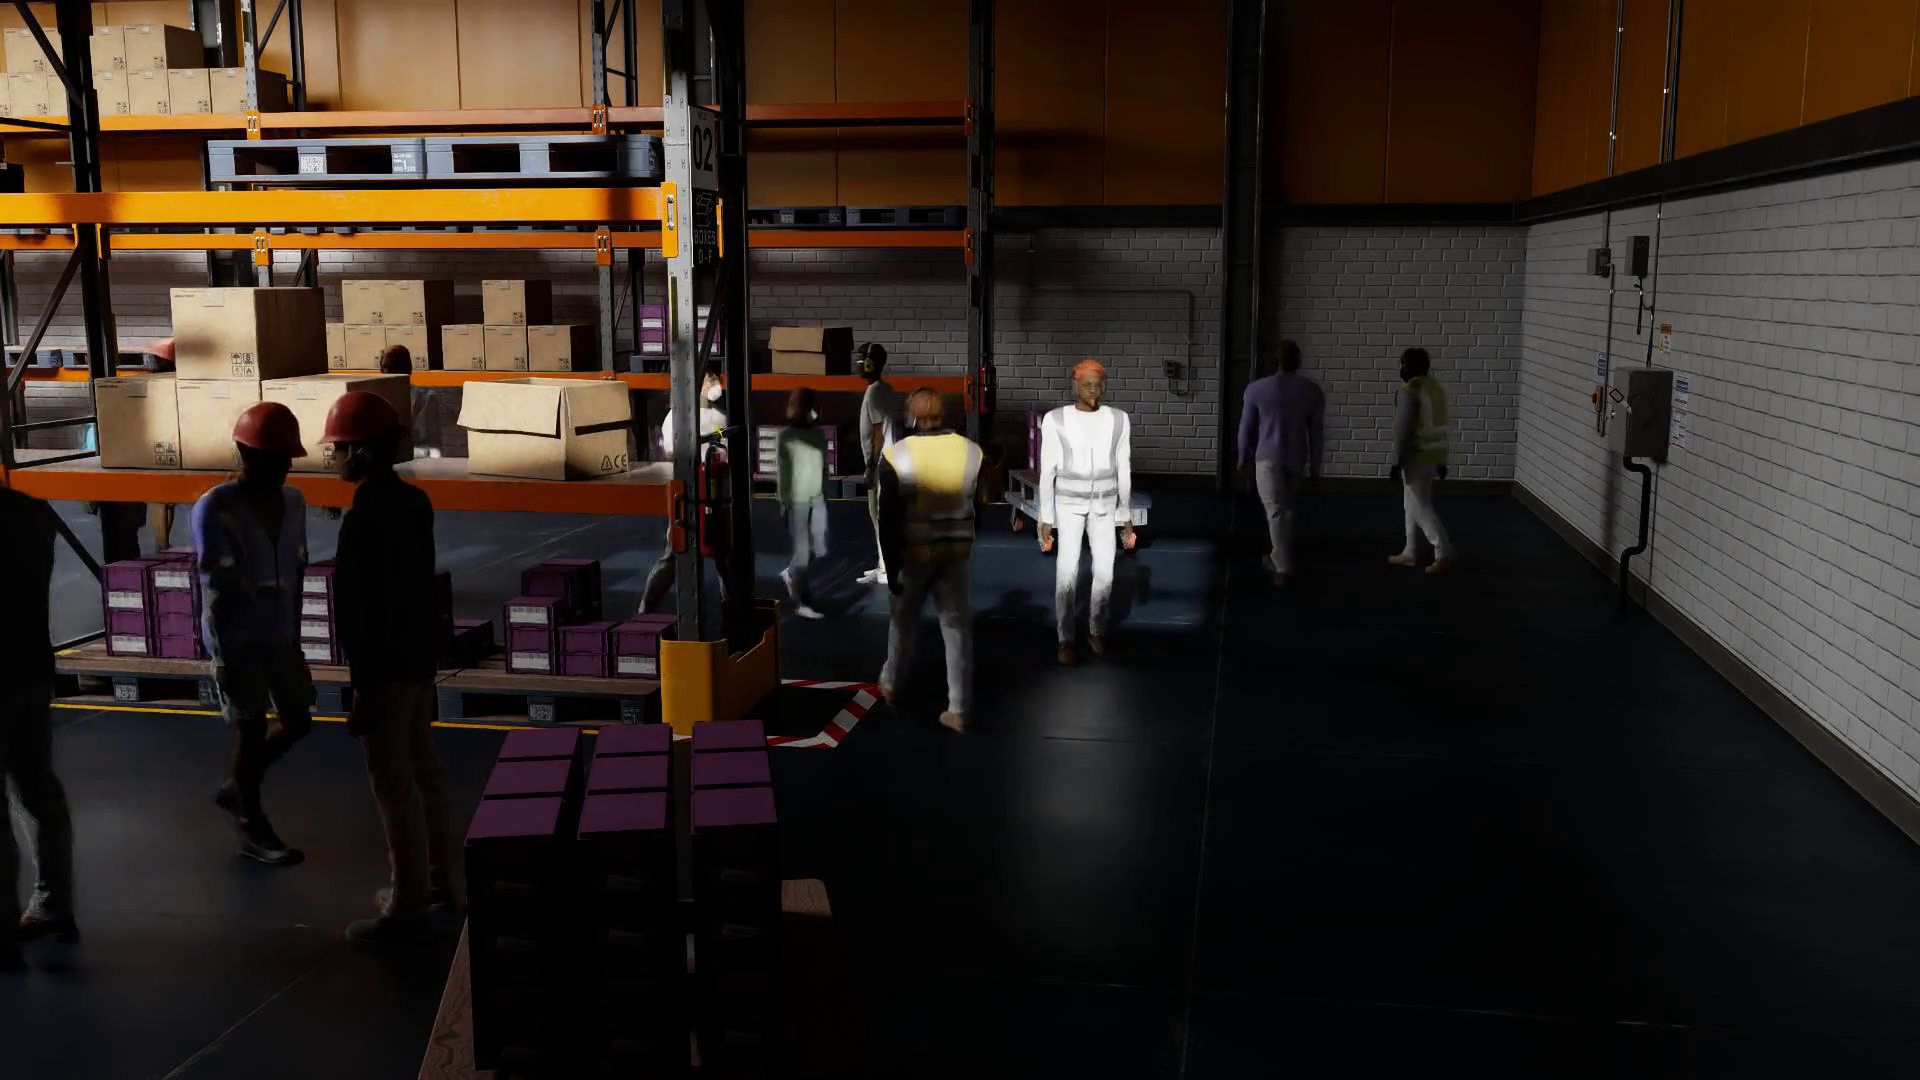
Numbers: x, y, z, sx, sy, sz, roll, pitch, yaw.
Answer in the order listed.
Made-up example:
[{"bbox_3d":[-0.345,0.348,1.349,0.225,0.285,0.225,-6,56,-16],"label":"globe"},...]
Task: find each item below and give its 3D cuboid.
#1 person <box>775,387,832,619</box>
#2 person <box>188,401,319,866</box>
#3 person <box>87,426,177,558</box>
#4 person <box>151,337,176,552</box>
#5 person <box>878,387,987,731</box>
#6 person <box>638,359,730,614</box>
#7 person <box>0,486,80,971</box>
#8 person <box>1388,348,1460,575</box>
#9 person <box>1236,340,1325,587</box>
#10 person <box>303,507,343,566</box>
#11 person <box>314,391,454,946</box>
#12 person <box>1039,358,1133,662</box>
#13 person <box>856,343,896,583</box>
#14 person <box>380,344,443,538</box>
[{"bbox_3d":[-1.120,-0.263,11.628,0.477,1.620,0.504,8,12,42],"label":"person"},{"bbox_3d":[-2.842,0.387,6.727,0.552,1.906,0.552,4,10,25],"label":"person"},{"bbox_3d":[-5.861,-0.328,11.871,0.828,1.652,0.548,3,10,19],"label":"person"},{"bbox_3d":[-6.382,-0.681,13.373,0.886,1.881,0.562,9,13,43],"label":"person"},{"bbox_3d":[-0.166,0.082,8.944,0.637,1.795,0.939,-3,10,-19],"label":"person"},{"bbox_3d":[-1.673,-0.226,10.565,1.032,1.892,0.649,4,10,25],"label":"person"},{"bbox_3d":[-3.350,0.522,5.766,0.373,1.938,0.642,1,9,4],"label":"person"},{"bbox_3d":[3.790,-0.638,13.406,0.682,1.810,0.644,7,12,38],"label":"person"},{"bbox_3d":[2.506,-0.602,12.932,0.634,1.893,1.057,-1,9,-8],"label":"person"},{"bbox_3d":[-4.351,-0.270,10.873,0.975,1.880,0.554,2,9,11],"label":"person"},{"bbox_3d":[-2.073,0.458,5.994,0.402,1.989,0.622,0,9,0],"label":"person"},{"bbox_3d":[0.783,-0.186,10.335,0.591,1.884,0.359,-2,9,-10],"label":"person"},{"bbox_3d":[-0.649,-0.584,12.871,0.342,1.864,0.561,2,9,10],"label":"person"},{"bbox_3d":[-4.104,-0.498,12.254,0.584,1.883,0.337,1,9,5],"label":"person"}]
